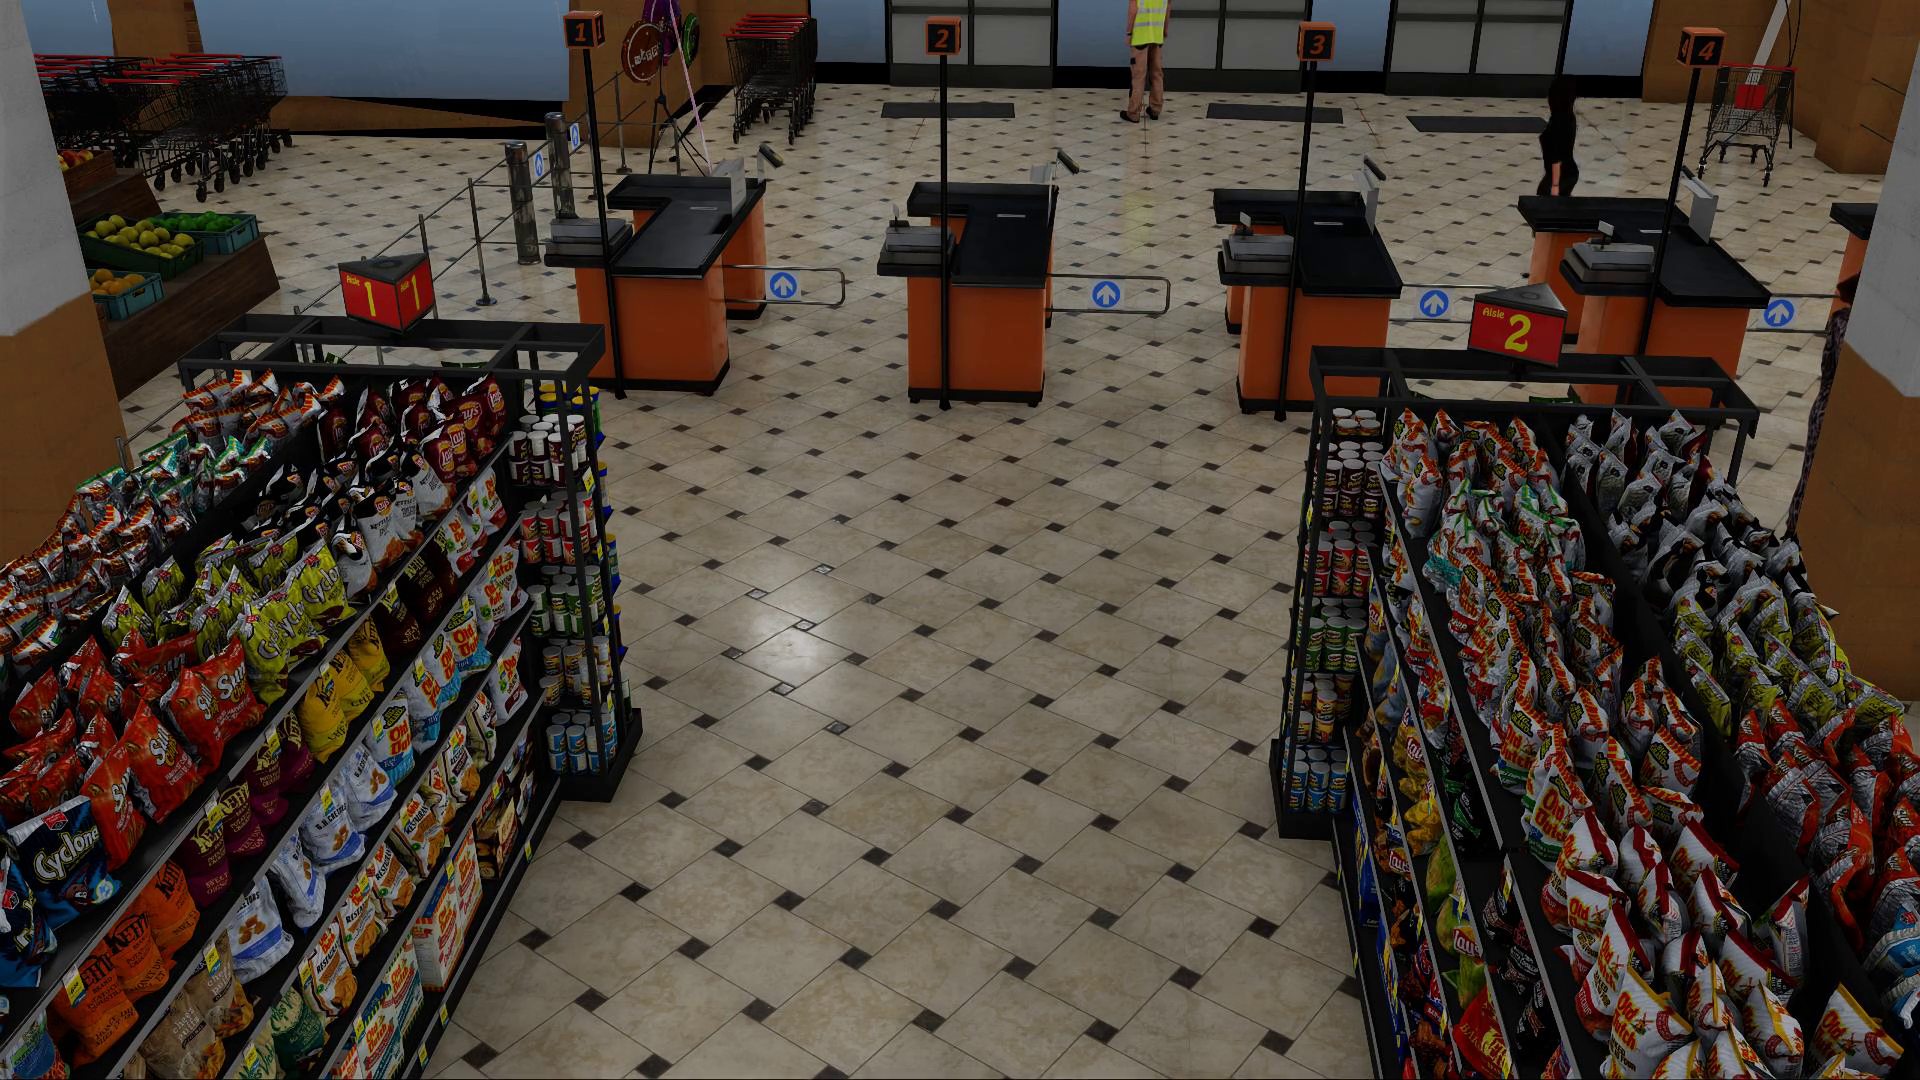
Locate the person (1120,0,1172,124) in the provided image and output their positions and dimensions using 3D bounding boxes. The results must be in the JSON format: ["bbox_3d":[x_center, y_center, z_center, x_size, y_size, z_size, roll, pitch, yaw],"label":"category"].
[{"bbox_3d":[2.068,-5.593,18.461,0.840,1.847,0.881,-12,29,-22],"label":"person"}]

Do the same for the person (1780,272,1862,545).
[{"bbox_3d":[4.686,-0.639,8.835,0.704,1.718,0.590,-7,28,-13],"label":"person"}]

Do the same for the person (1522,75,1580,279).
[{"bbox_3d":[4.838,-2.855,13.333,0.812,1.602,0.739,13,30,24],"label":"person"}]
